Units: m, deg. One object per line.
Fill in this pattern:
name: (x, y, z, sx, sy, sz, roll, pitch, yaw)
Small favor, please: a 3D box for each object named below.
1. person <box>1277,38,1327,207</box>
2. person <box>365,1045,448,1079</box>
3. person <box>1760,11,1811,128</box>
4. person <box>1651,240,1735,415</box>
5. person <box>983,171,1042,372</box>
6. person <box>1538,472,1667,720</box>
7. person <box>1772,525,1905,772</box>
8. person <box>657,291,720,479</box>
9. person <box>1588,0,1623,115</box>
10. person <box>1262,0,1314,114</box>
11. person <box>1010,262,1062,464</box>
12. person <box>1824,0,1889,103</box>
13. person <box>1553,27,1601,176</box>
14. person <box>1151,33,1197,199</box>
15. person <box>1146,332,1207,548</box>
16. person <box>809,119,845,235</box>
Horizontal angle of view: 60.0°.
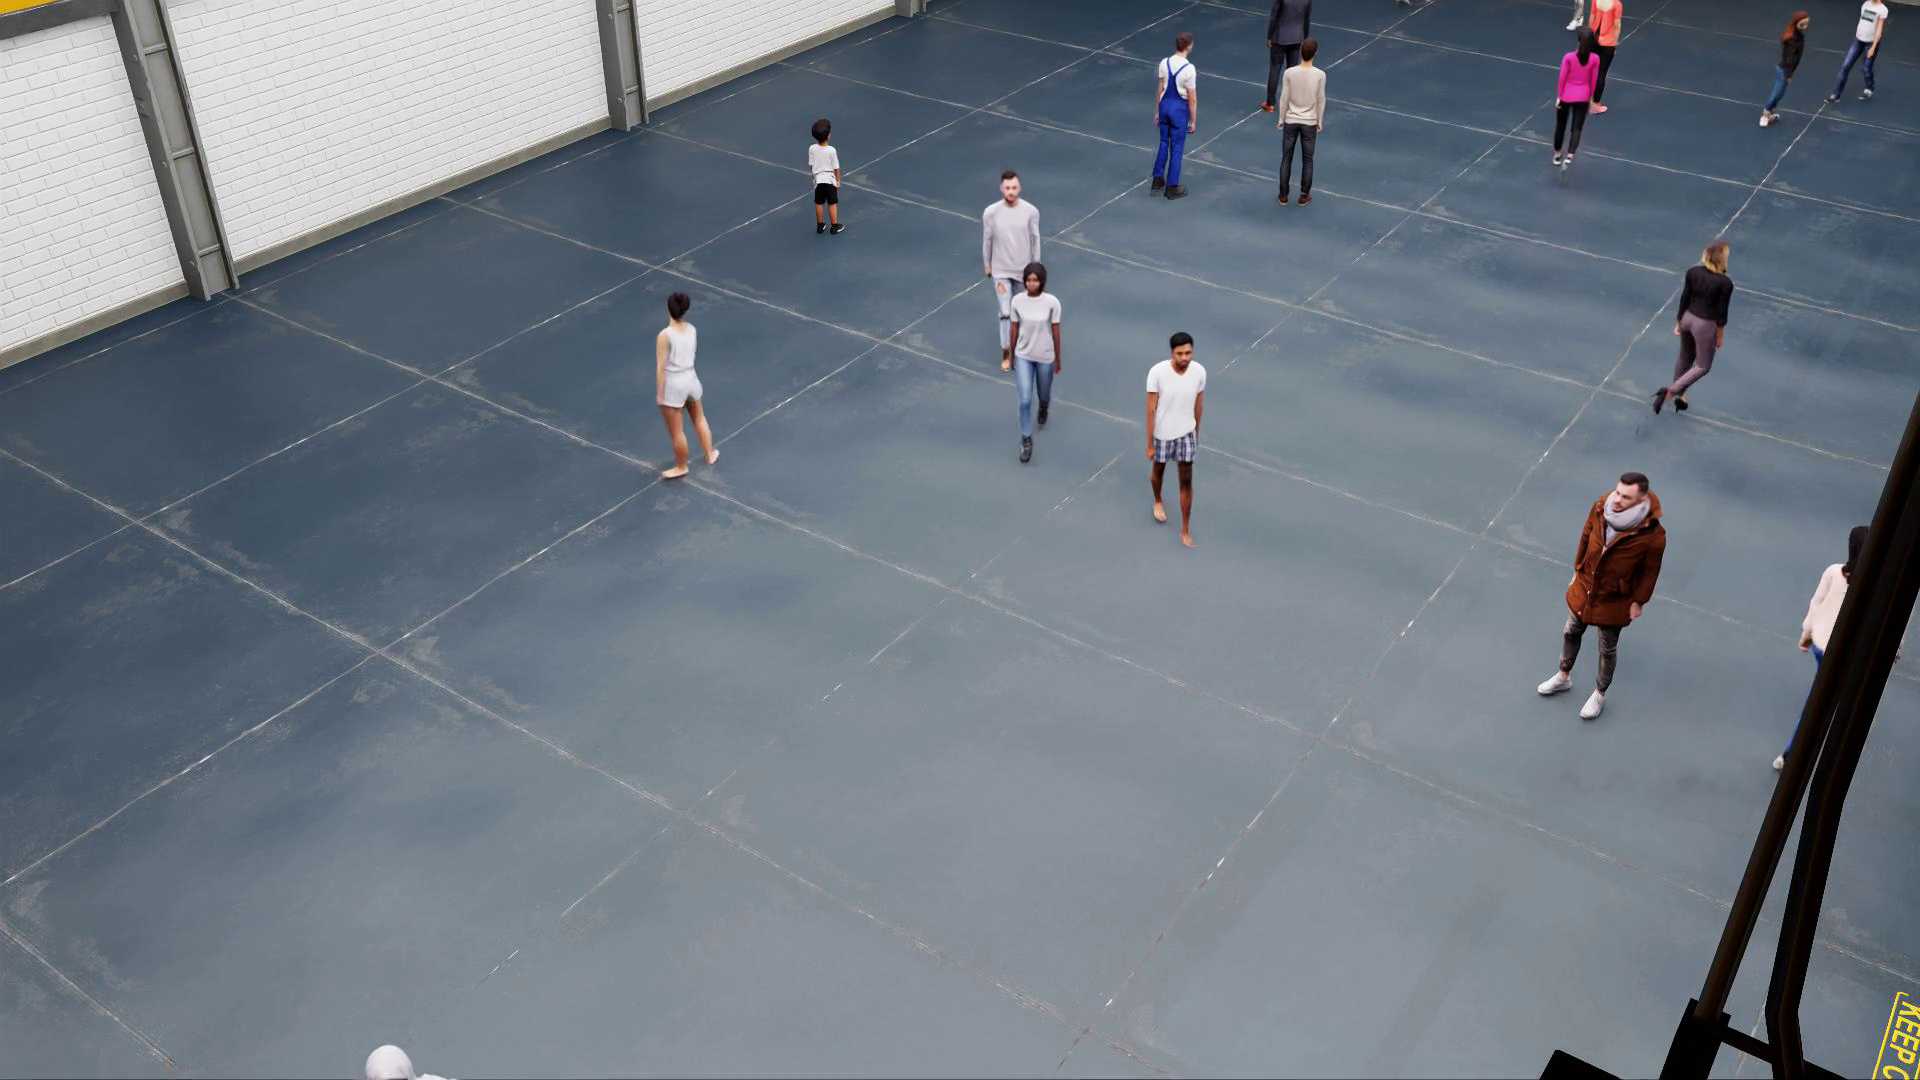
person: (3.776, -4.628, 18.451, 0.720, 1.868, 0.690, 9, 35, 13)
person: (-2.345, 2.809, 7.361, 1.063, 1.759, 0.965, -16, 37, -23)
person: (10.317, -5.920, 20.766, 0.764, 1.458, 0.468, 8, 34, 12)
person: (6.317, -1.764, 14.336, 0.953, 1.654, 0.797, -19, 38, -26)
person: (0.474, -2.550, 15.377, 1.099, 1.809, 1.223, -2, 34, -3)
person: (4.272, 0.340, 11.005, 0.794, 1.837, 0.790, -25, 41, -32)
person: (5.482, 0.750, 10.493, 1.156, 1.721, 0.942, -17, 37, -24)
person: (-2.309, -1.258, 13.594, 0.763, 1.632, 0.471, 10, 35, 15)
person: (8.124, -6.295, 21.116, 0.639, 1.695, 0.656, -22, 39, -29)
person: (4.154, -6.347, 21.080, 0.788, 1.820, 0.840, -4, 34, -6)
person: (0.647, -1.540, 13.961, 0.881, 1.696, 1.107, 5, 34, 8)
person: (11.733, -6.408, 21.440, 1.123, 1.524, 0.834, -19, 38, -26)
person: (7.127, -5.061, 19.278, 0.800, 1.675, 1.144, 10, 35, 14)
person: (2.372, -4.773, 18.690, 0.661, 1.844, 0.575, 22, 39, 29)
person: (1.626, -0.872, 12.956, 1.012, 1.696, 1.106, -3, 34, -5)
person: (-1.456, -3.914, 17.925, 0.554, 1.262, 0.586, 9, 35, 13)
